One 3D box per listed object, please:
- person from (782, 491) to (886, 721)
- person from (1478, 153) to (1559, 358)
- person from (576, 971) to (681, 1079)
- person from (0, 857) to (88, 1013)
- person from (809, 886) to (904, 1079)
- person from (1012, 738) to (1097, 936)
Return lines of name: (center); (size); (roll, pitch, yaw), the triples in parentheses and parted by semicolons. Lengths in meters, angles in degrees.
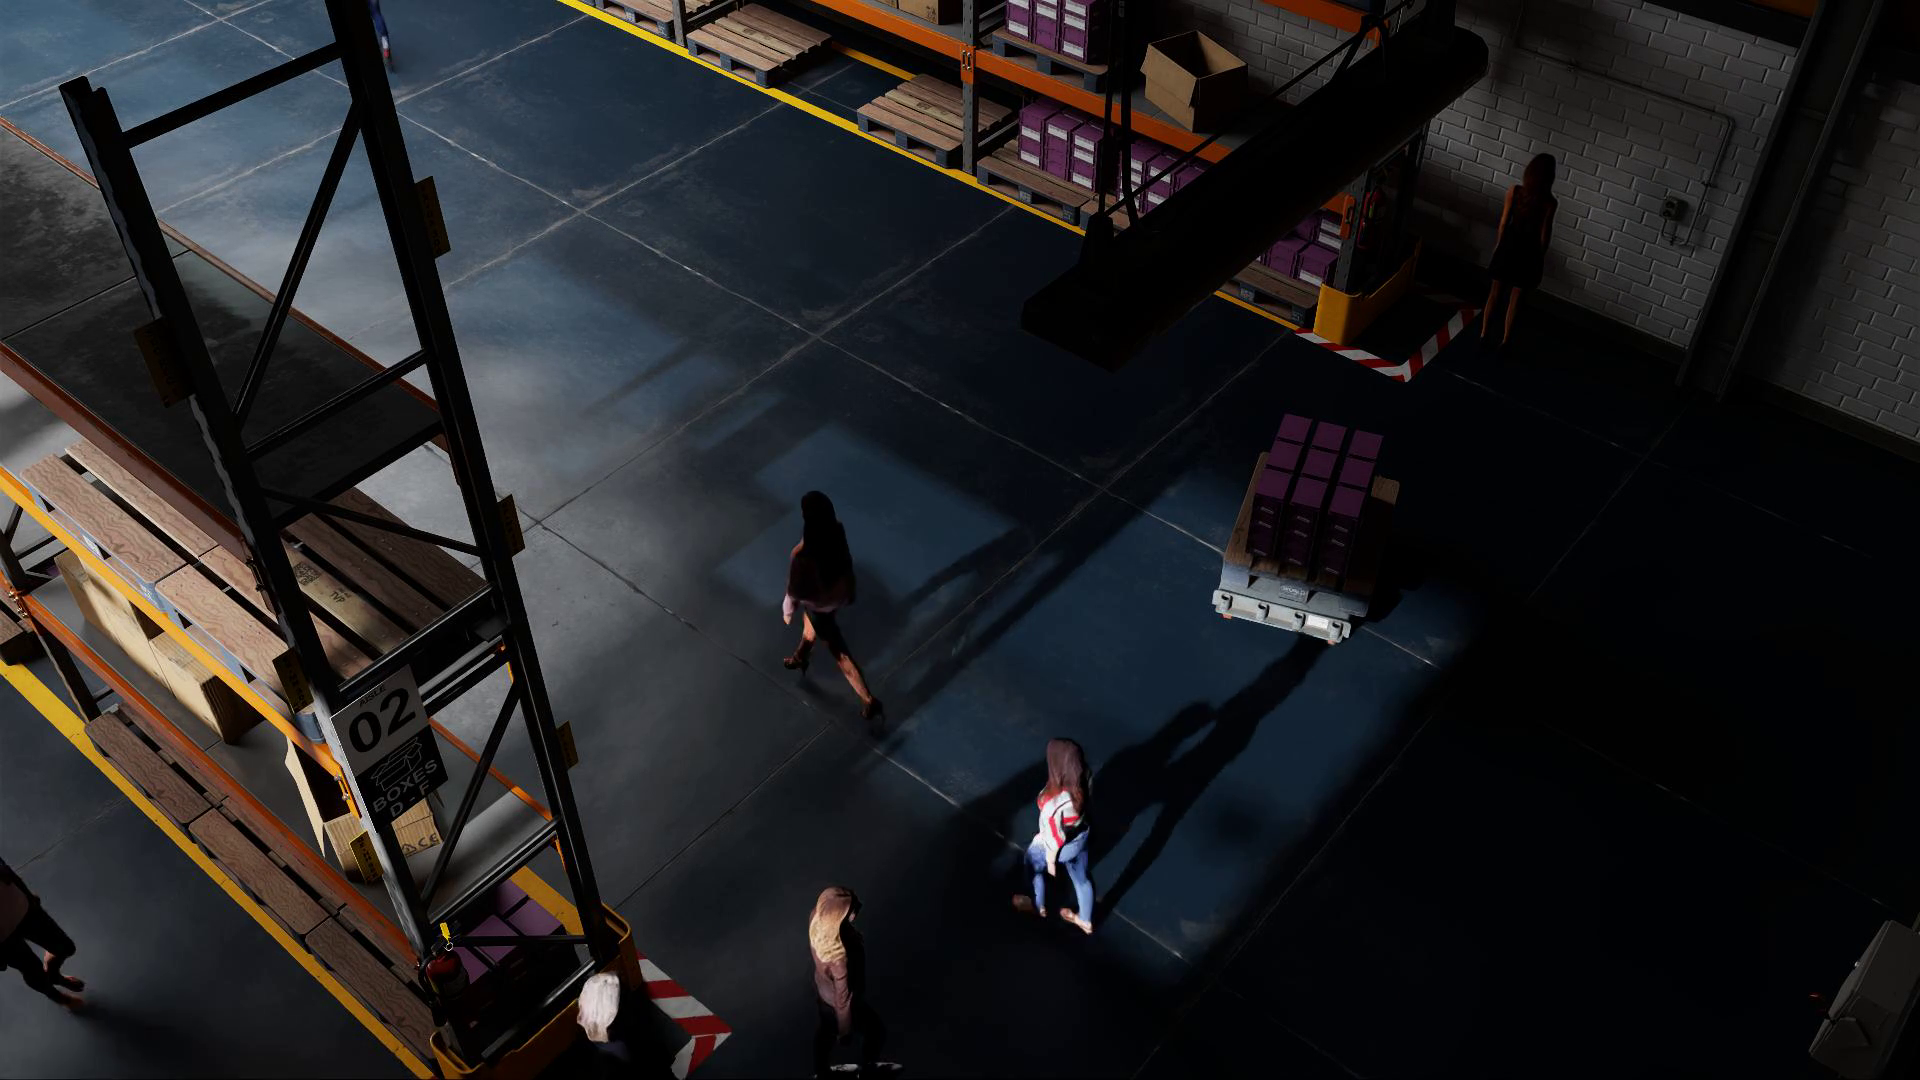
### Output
person: (-0.780, 0.469, 10.463); (1.127, 1.763, 0.688); (27, 50, 25)
person: (4.446, -2.249, 13.265); (0.475, 1.834, 0.653); (27, 50, 25)
person: (-1.722, 2.688, 8.179); (0.963, 1.700, 1.181); (-22, 48, -21)
person: (-5.160, 2.042, 8.858); (0.715, 1.699, 0.725); (10, 45, 11)
person: (-0.695, 2.359, 8.533); (0.849, 1.689, 0.787); (-17, 46, -17)
person: (0.662, 1.707, 9.287); (0.712, 1.594, 0.609); (33, 53, 30)
